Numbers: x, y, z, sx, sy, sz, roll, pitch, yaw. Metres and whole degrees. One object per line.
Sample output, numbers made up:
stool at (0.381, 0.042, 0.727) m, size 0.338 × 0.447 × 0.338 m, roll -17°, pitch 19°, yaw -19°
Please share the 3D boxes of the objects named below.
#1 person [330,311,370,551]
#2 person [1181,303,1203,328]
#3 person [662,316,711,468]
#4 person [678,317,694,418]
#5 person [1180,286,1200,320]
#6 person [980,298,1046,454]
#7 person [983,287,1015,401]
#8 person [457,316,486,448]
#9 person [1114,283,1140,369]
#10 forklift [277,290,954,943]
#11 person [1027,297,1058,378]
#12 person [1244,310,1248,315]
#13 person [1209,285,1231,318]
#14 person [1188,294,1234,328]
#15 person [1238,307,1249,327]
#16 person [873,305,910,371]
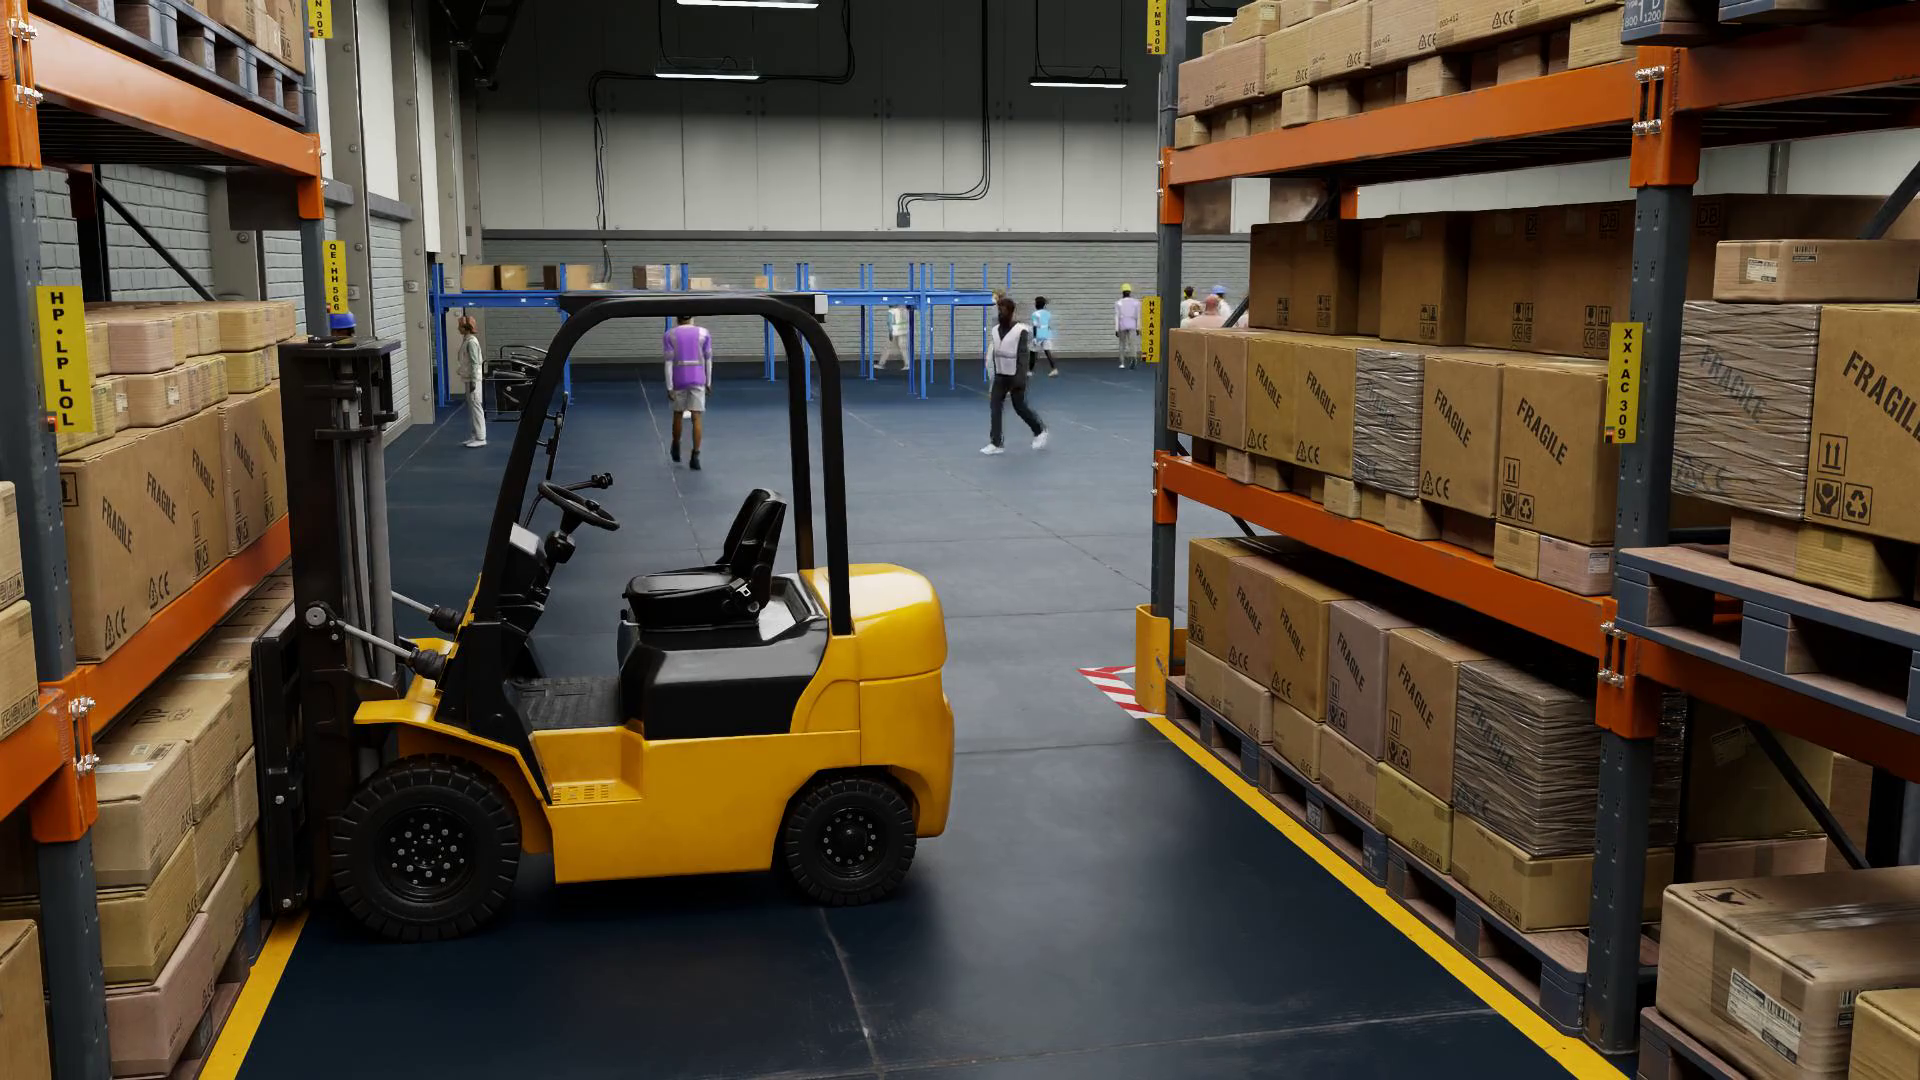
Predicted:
person at (-4.860, -0.887, 13.244) m, size 0.606 × 1.943 × 0.403 m, roll 7°, pitch 12°, yaw 37°
person at (4.062, -3.293, 28.856) m, size 0.501 × 1.633 × 0.281 m, roll -2°, pitch 10°, yaw -11°
person at (-3.113, -1.799, 18.946) m, size 0.559 × 1.896 × 0.927 m, roll -2°, pitch 10°, yaw -14°
person at (-4.135, -2.773, 25.021) m, size 0.311 × 1.860 × 0.509 m, roll -1°, pitch 9°, yaw -6°
person at (4.773, -4.418, 35.064) m, size 0.565 × 1.844 × 0.670 m, roll -3°, pitch 10°, yaw -17°
person at (0.657, -2.023, 20.375) m, size 0.909 × 1.888 × 0.597 m, roll -9°, pitch 13°, yaw -42°
person at (0.631, -3.313, 28.110) m, size 0.685 × 1.914 × 0.660 m, roll -6°, pitch 11°, yaw -31°
person at (-6.132, -1.987, 20.878) m, size 0.312 × 1.639 × 0.518 m, roll -4°, pitch 10°, yaw -22°
person at (3.703, -4.735, 36.821) m, size 0.596 × 1.907 × 0.789 m, roll -1°, pitch 9°, yaw -6°
forklift at (-1.179, 0.175, 6.143) m, size 2.313 × 2.155 × 1.214 m, roll -2°, pitch 10°, yaw -12°
person at (1.681, -4.143, 33.969) m, size 0.540 × 1.658 × 0.855 m, roll -9°, pitch 13°, yaw -42°
person at (5.357, -3.493, 28.966) m, size 0.719 × 2.000 × 0.847 m, roll 9°, pitch 13°, yaw 44°
person at (4.896, -3.833, 31.303) m, size 0.532 × 1.919 × 0.660 m, roll 5°, pitch 11°, yaw 30°
person at (3.409, -2.409, 22.714) m, size 0.651 × 1.890 × 0.610 m, roll 4°, pitch 10°, yaw 22°
person at (4.912, -3.253, 28.217) m, size 0.526 × 1.765 × 0.329 m, roll -5°, pitch 10°, yaw -26°
person at (-1.457, -4.477, 36.209) m, size 0.888 × 1.588 × 0.545 m, roll 5°, pitch 10°, yaw 27°
